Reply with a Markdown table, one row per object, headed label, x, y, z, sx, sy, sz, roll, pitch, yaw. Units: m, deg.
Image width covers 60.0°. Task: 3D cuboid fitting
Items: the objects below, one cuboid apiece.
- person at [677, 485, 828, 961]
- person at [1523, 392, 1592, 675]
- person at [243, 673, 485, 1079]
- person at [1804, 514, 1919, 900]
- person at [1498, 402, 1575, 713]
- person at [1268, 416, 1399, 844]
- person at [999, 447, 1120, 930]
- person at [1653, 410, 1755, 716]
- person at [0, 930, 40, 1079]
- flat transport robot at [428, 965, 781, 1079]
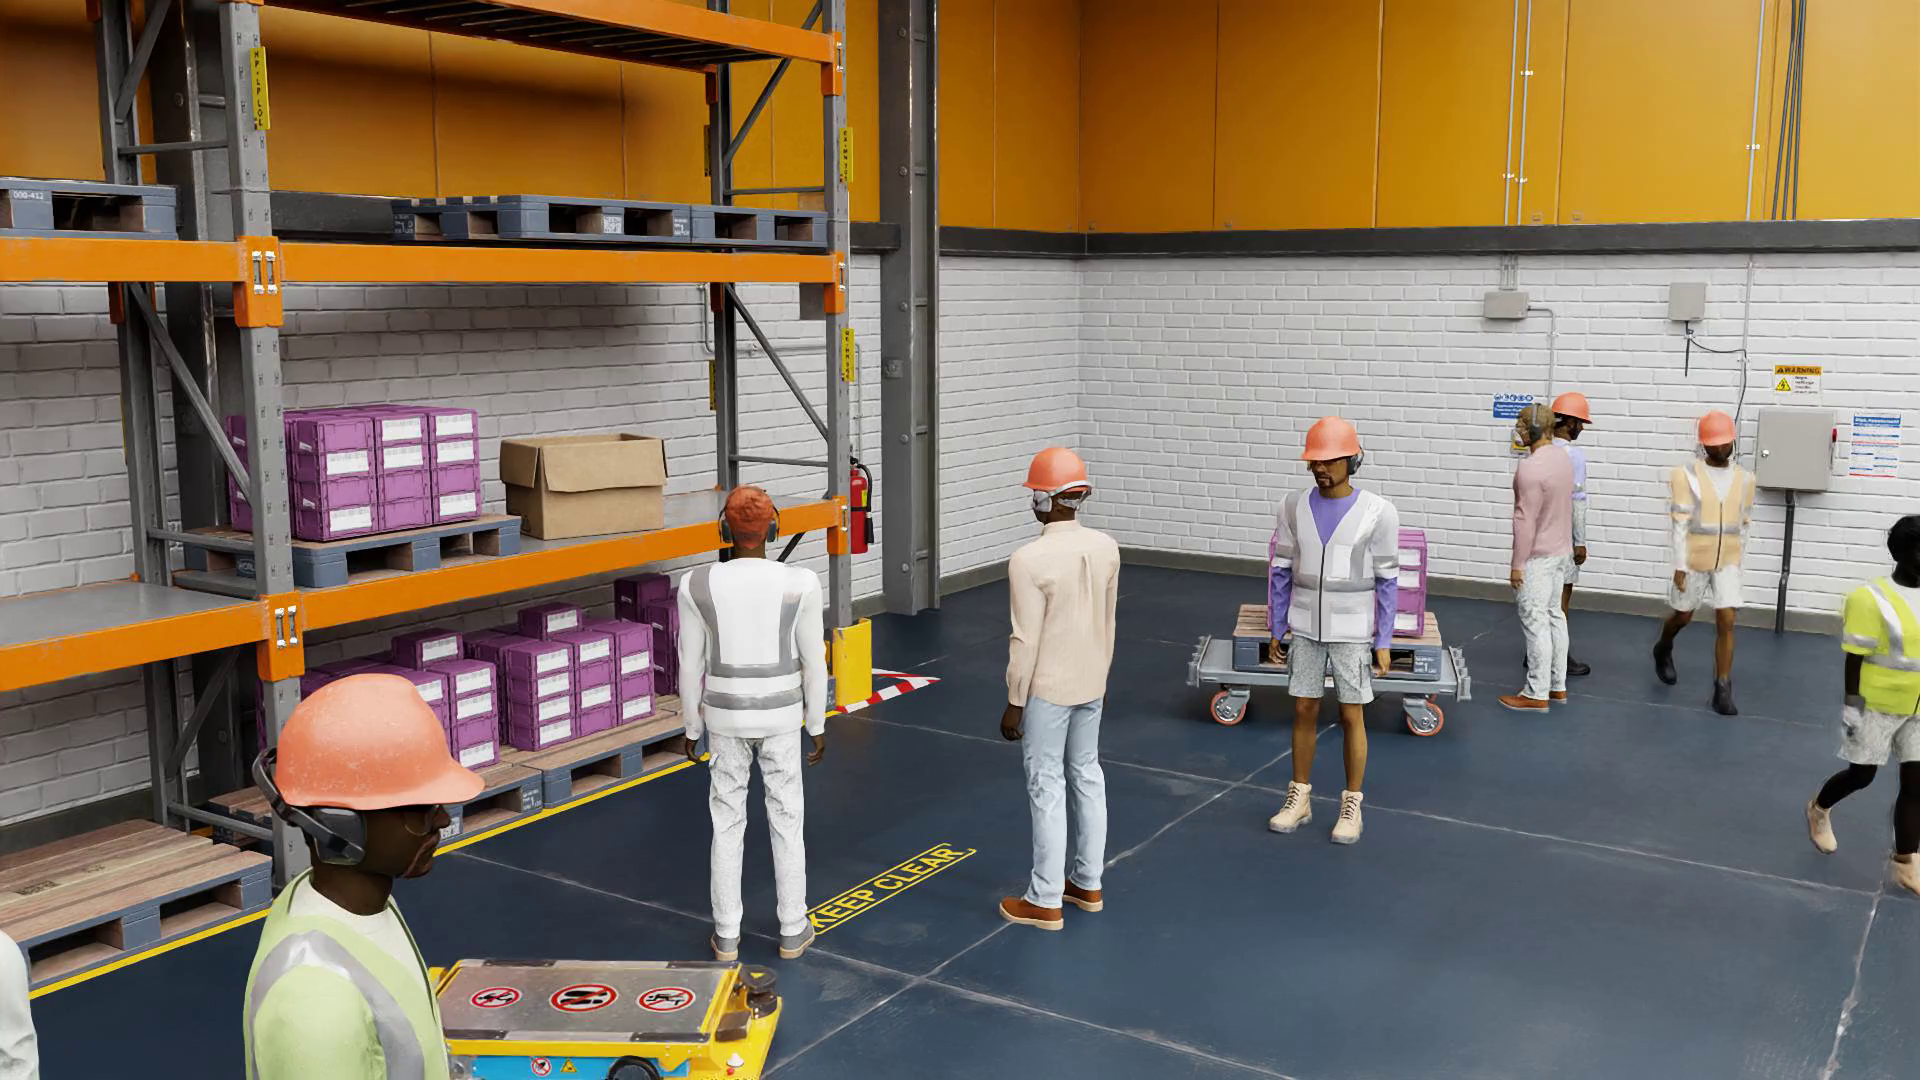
| label | x | y | z | sx | sy | sz | roll | pitch | yaw |
| --- | --- | --- | --- | --- | --- | --- | --- | --- | --- |
| person | -0.806 | 0.722 | 6.534 | 0.579 | 1.884 | 0.352 | 0 | 9 | -3 |
| person | 4.102 | -0.043 | 11.367 | 0.373 | 1.928 | 0.543 | -3 | 9 | -18 |
| person | -0.960 | 1.221 | 2.773 | 0.393 | 2.041 | 0.614 | -3 | 9 | -17 |
| person | 4.103 | 0.698 | 7.363 | 0.552 | 1.682 | 0.657 | -2 | 9 | -11 |
| person | 3.613 | 0.109 | 10.383 | 0.372 | 1.932 | 0.631 | 8 | 12 | 40 |
| person | 1.755 | 0.429 | 7.919 | 0.615 | 2.041 | 0.392 | 6 | 10 | 32 |
| person | 0.405 | 0.609 | 6.905 | 0.382 | 1.995 | 0.612 | 9 | 12 | 44 |
| person | 4.729 | 0.099 | 10.584 | 0.539 | 1.898 | 0.939 | 0 | 9 | 2 |
| person | -2.166 | 1.322 | 3.448 | 0.507 | 1.631 | 0.268 | 0 | 9 | -1 |
| flat transport robot | -1.368 | 1.656 | 5.683 | 1.431 | 0.197 | 0.652 | 0 | 9 | 2 |
